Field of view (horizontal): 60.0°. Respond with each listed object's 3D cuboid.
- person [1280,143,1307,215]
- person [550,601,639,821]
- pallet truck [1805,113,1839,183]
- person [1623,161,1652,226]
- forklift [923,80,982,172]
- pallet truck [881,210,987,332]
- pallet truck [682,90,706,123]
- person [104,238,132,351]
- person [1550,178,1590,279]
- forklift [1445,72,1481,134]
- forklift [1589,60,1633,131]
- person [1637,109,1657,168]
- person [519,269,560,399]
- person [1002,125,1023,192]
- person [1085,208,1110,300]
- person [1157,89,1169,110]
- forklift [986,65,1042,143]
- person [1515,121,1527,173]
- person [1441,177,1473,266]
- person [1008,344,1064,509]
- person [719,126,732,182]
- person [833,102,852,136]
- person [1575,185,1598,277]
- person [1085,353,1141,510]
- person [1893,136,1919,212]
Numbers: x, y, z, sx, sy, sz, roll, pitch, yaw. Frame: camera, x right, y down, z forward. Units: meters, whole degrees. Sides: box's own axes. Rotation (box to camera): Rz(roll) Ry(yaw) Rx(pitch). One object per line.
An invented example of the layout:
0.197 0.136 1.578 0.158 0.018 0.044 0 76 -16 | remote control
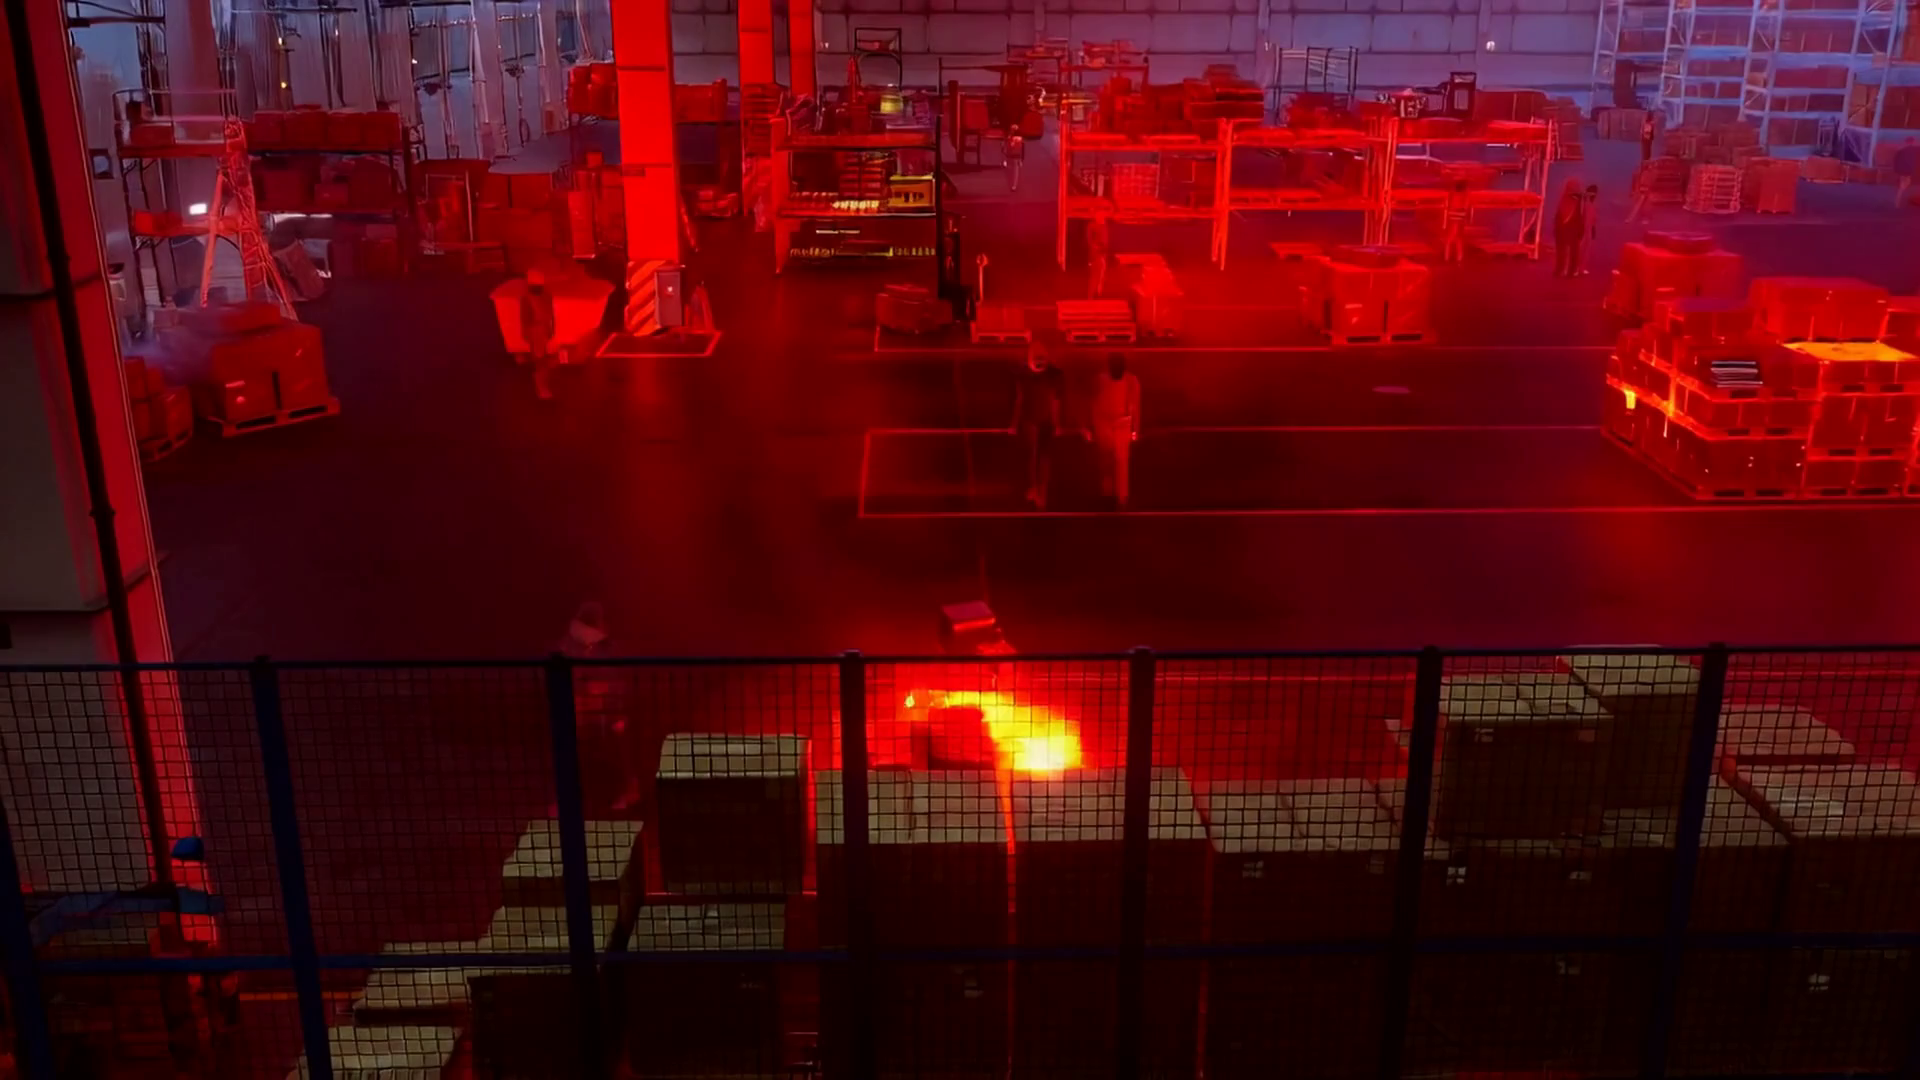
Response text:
8.679 -9.405 43.262 0.666 1.906 0.861 2 19 6 | person
-2.698 1.245 12.021 0.557 1.689 0.650 3 19 8 | person
26.403 -11.957 50.702 0.823 1.965 1.885 6 19 16 | pallet truck
16.932 -8.629 41.442 0.849 1.587 0.541 -6 19 -16 | person
-0.248 -13.248 53.171 1.873 2.768 1.129 -1 19 -1 | forklift
-0.493 -4.759 29.349 1.885 1.965 0.823 -13 23 -34 | pallet truck
-9.671 -15.907 62.421 0.823 1.965 1.885 5 19 15 | pallet truck
-13.990 -4.033 27.310 0.585 1.924 0.375 -13 23 -34 | person
12.471 -6.391 34.125 0.681 2.000 0.538 -6 20 -17 | person
17.453 -14.903 58.082 1.129 2.768 1.873 -1 19 -1 | forklift
26.302 -17.662 66.266 1.873 2.768 1.129 0 19 -1 | forklift
22.348 -13.008 53.960 0.396 1.911 0.588 -3 19 -10 | person
-6.116 -2.998 24.243 0.565 1.917 0.410 -17 25 -41 | person
1.512 -11.038 48.117 0.606 1.895 0.734 0 19 0 | person
2.593 -5.300 31.202 0.430 1.841 0.623 12 22 32 | person
7.852 -16.264 63.612 0.807 1.905 0.548 -7 20 -19 | person
2.090 -16.460 62.702 1.873 2.768 1.129 -10 21 -26 | forklift
17.766 -12.453 52.737 0.528 1.634 0.316 -16 24 -40 | person
10.637 -6.812 35.613 0.584 1.882 0.337 10 21 26 | person
0.857 -1.318 19.283 0.631 1.907 0.889 5 19 14 | person
-7.158 -11.695 50.413 0.442 1.685 0.536 -16 24 -39 | person
-4.010 -14.050 57.050 0.636 1.911 0.869 1 19 3 | person
12.966 -6.389 34.388 0.512 1.868 0.329 -11 22 -30 | person
1.762 -1.260 19.276 0.636 1.792 0.921 2 19 7 | person
25.041 -9.648 43.922 0.606 1.957 0.737 -1 19 -4 | person
